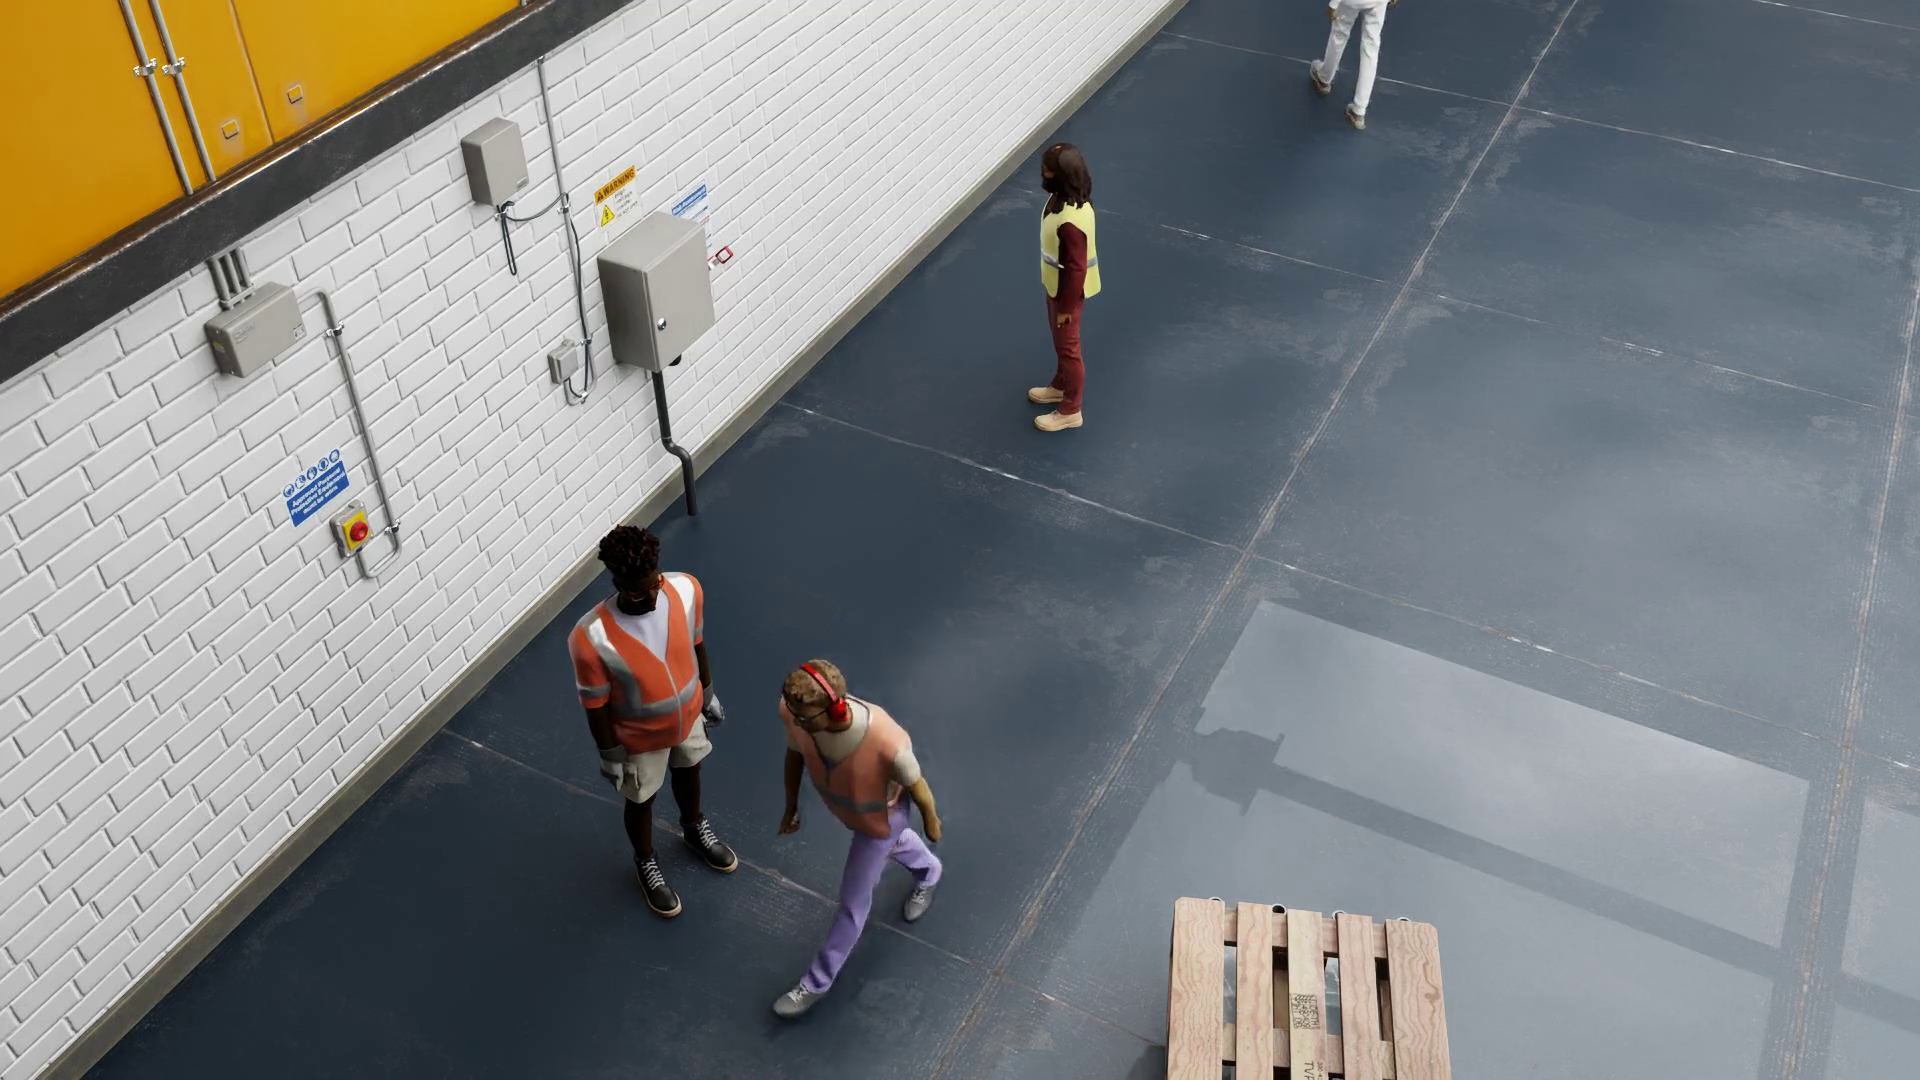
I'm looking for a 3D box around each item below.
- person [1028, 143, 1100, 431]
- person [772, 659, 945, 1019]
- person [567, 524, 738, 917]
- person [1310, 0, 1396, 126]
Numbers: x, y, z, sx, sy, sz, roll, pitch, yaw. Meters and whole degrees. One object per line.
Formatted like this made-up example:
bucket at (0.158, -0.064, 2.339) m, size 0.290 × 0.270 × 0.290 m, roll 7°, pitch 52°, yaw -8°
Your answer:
person at (0.599, -1.412, 9.325) m, size 0.359 × 1.769 × 0.474 m, roll -2°, pitch 41°, yaw -3°
person at (-0.400, 1.054, 6.472) m, size 0.566 × 1.753 × 1.047 m, roll 30°, pitch 49°, yaw 30°
person at (-1.219, 0.719, 6.707) m, size 0.368 × 1.966 × 0.605 m, roll 32°, pitch 50°, yaw 32°
person at (2.993, -4.096, 12.381) m, size 0.586 × 1.840 × 0.870 m, roll -2°, pitch 41°, yaw -2°
